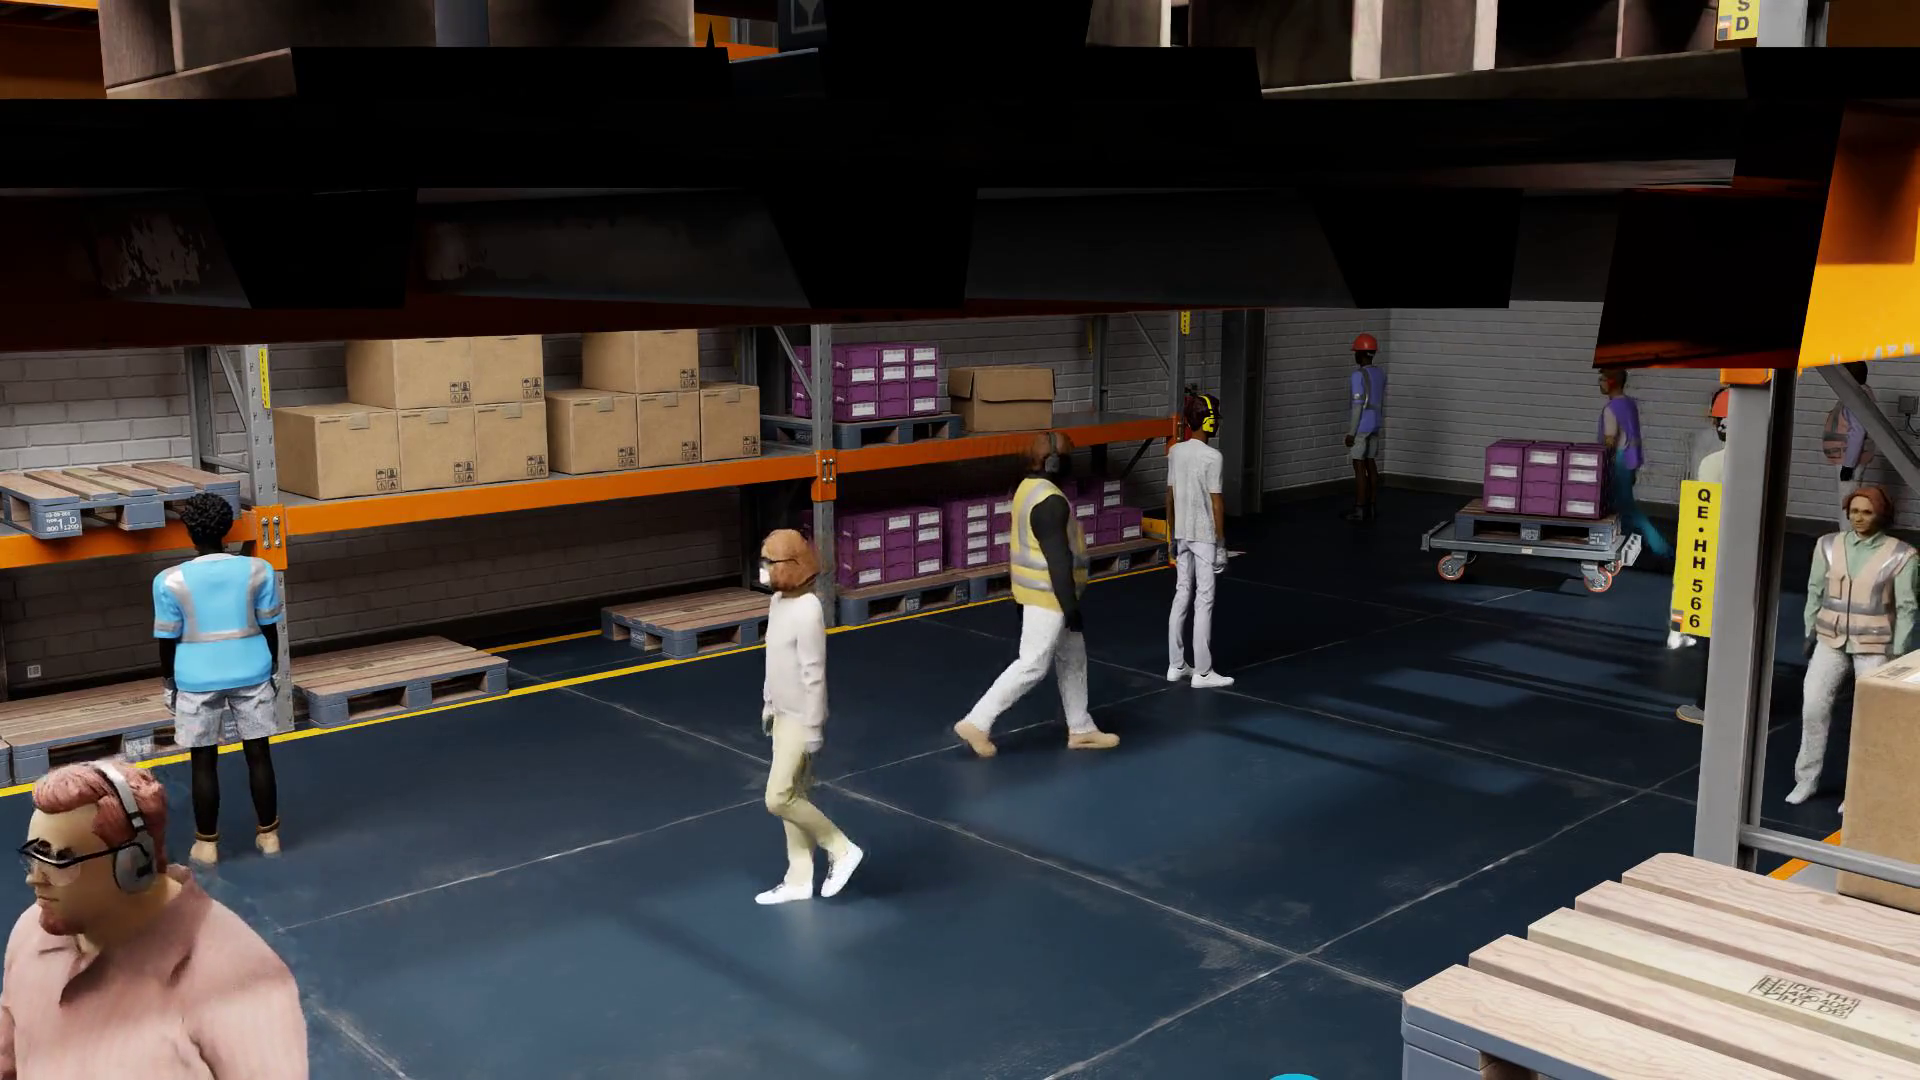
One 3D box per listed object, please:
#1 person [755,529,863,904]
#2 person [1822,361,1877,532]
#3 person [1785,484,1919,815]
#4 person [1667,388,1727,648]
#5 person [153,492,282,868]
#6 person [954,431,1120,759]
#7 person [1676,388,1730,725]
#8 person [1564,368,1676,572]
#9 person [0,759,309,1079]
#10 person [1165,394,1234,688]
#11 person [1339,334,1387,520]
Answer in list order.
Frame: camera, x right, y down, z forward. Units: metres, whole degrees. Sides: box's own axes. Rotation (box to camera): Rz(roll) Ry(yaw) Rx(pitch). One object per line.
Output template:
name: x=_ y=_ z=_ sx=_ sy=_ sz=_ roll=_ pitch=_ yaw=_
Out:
person: x=-0.686 y=0.754 z=6.959 sx=0.387 sy=1.620 sz=0.522 roll=-4 pitch=10 yaw=-21
person: x=7.949 y=-0.712 z=14.904 sx=0.430 sy=1.840 sz=0.622 roll=5 pitch=11 yaw=28
person: x=4.396 y=0.540 z=8.172 sx=0.376 sy=1.632 sz=0.537 roll=-8 pitch=13 yaw=-39
person: x=5.343 y=-0.163 z=11.715 sx=0.949 sy=1.823 sz=0.543 roll=-6 pitch=11 yaw=-31
person: x=-3.313 y=0.631 z=7.472 sx=0.534 sy=1.694 sz=0.321 roll=-6 pitch=12 yaw=-32
person: x=0.419 y=0.302 z=9.068 sx=0.897 sy=1.808 sz=0.623 roll=-1 pitch=10 yaw=-3
person: x=4.492 y=0.102 z=9.723 sx=0.607 sy=1.987 sz=0.408 roll=-5 pitch=11 yaw=-27
person: x=5.827 y=-0.627 z=14.522 sx=0.921 sy=1.809 sz=0.575 roll=7 pitch=12 yaw=35
person: x=-1.517 y=1.299 z=3.080 sx=0.652 sy=1.860 sz=0.979 roll=6 pitch=11 yaw=31
person: x=1.527 y=0.006 z=10.603 sx=0.321 sy=1.871 sz=0.532 roll=-7 pitch=12 yaw=-34
person: x=4.189 y=-1.175 z=17.318 sx=0.356 sy=1.937 sz=0.552 roll=9 pitch=13 yaw=43
